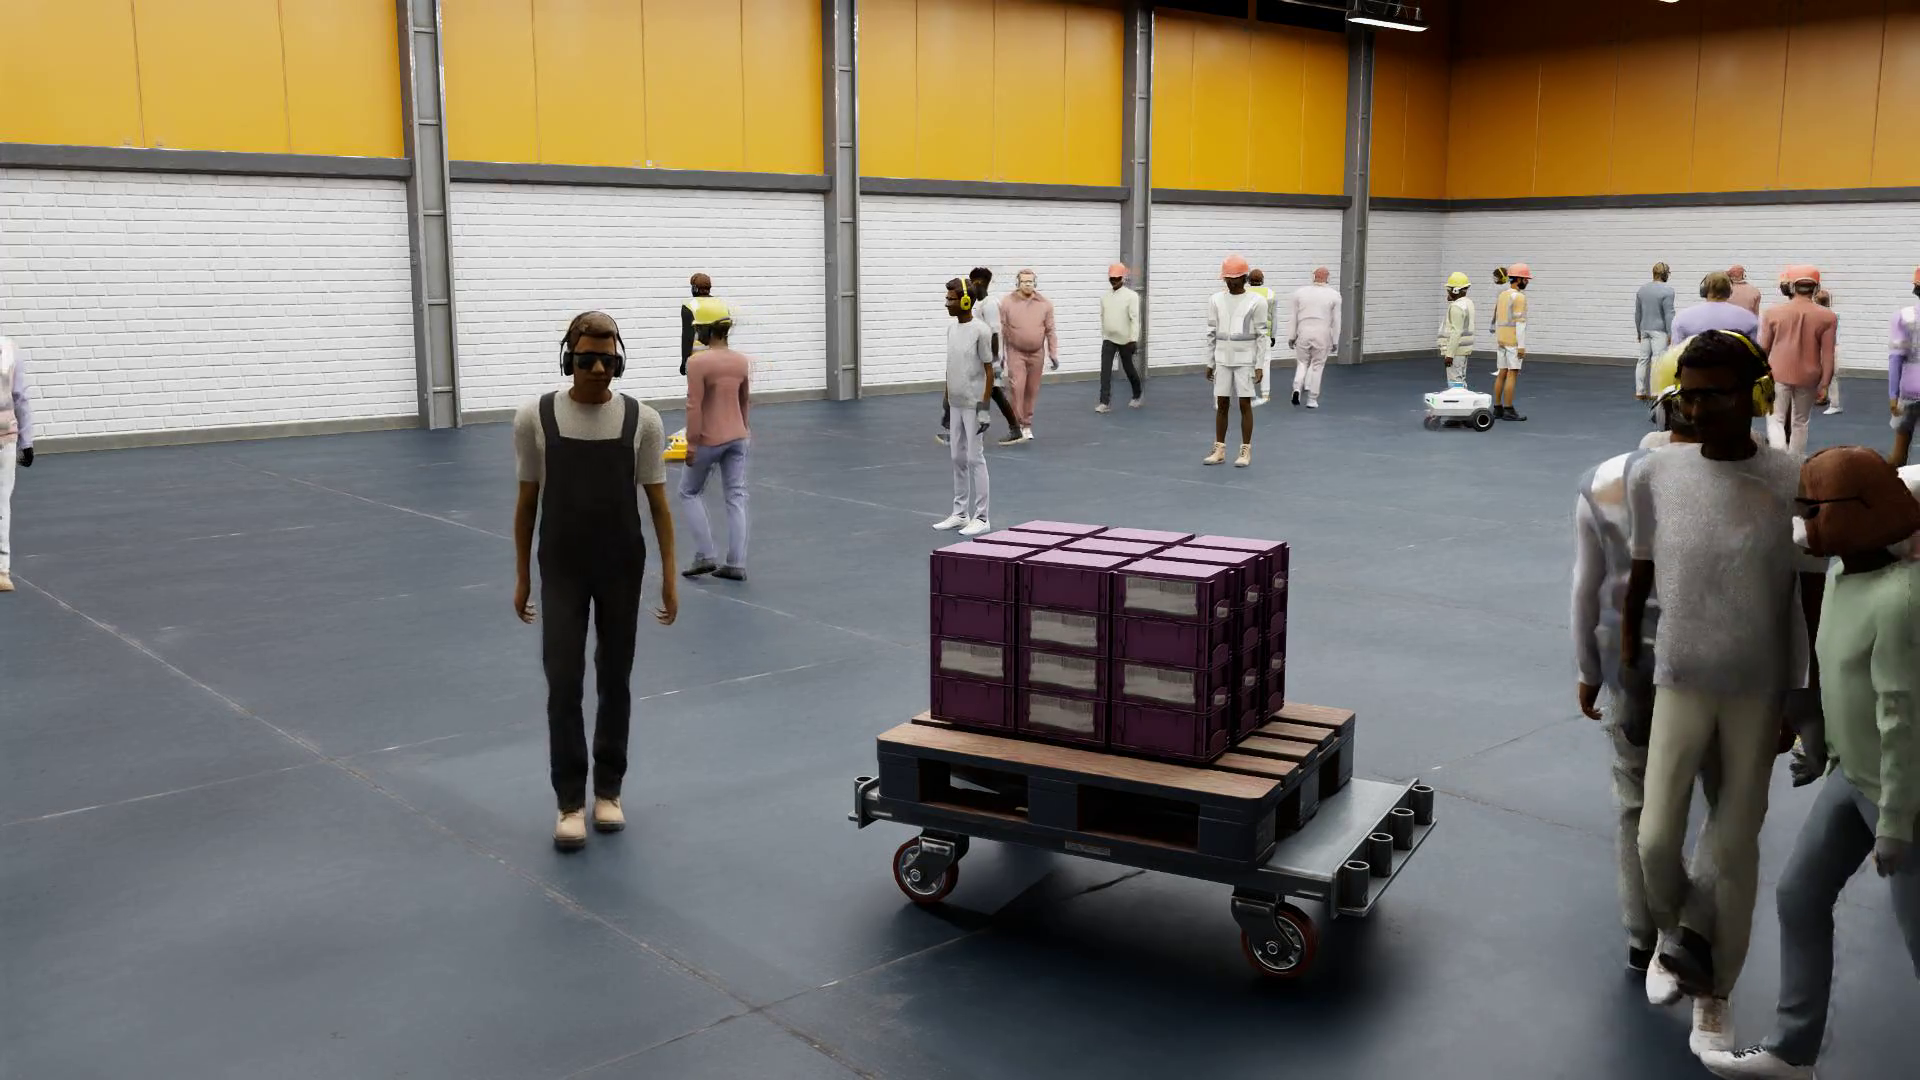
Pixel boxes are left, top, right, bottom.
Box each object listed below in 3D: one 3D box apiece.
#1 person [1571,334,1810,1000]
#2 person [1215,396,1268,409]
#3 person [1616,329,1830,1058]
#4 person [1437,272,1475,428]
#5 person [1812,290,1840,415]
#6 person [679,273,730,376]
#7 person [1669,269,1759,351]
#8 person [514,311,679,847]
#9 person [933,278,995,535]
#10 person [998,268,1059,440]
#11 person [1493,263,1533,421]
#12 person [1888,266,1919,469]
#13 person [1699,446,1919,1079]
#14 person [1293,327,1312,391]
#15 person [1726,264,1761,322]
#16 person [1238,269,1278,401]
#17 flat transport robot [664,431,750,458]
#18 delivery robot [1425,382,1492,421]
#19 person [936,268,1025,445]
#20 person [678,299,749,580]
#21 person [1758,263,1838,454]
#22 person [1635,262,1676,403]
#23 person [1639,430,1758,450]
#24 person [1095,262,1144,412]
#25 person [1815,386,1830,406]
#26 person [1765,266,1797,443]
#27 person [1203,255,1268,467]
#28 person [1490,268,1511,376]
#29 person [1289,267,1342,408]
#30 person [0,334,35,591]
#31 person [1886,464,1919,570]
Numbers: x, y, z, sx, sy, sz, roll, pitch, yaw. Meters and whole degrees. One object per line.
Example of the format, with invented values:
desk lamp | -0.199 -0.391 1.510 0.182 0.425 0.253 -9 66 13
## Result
person | 1.950 0.358 4.486 0.610 1.813 0.549 6 12 34
person | 3.702 -2.529 22.041 0.854 1.581 0.522 -6 12 -33
person | 1.925 0.395 4.204 0.524 1.850 0.407 5 11 29
person | 5.832 -2.228 19.595 0.404 1.833 0.586 5 11 28
person | 10.897 -2.379 21.175 0.865 1.593 0.514 -3 10 -18
person | -2.771 -1.943 17.897 0.429 1.845 0.621 8 13 39
person | 5.866 -1.149 13.021 0.642 1.927 0.475 1 10 8
person | -1.240 0.142 5.700 0.550 1.832 0.586 -3 10 -16
person | 0.037 -0.966 12.119 0.310 1.861 0.533 -7 12 -36
person | 0.755 -2.008 18.154 0.664 1.876 0.799 -2 10 -14
person | 6.831 -2.437 20.519 0.376 1.932 0.551 -2 10 -10
person | 7.662 -1.207 13.185 0.617 1.992 1.042 3 10 17
person | 2.062 0.585 3.805 0.578 1.592 0.501 1 10 8
person | 5.314 -3.054 25.105 0.541 1.587 0.849 4 11 24
person | 10.834 -2.897 23.306 0.642 1.905 0.401 0 10 -1
person | 4.109 -2.852 23.221 0.624 1.844 0.430 1 10 5
flat transport robot | -2.576 -1.005 17.000 0.652 0.197 1.431 0 10 1
delivery robot | 5.793 -1.596 19.352 0.707 0.478 0.477 0 10 2
person | 0.256 -1.942 17.728 0.972 1.902 0.639 -1 10 -4
person | -1.563 -0.622 10.396 0.521 1.749 0.547 8 13 39
person | 7.239 -1.410 14.426 0.610 1.970 0.875 4 10 21
person | 9.622 -2.868 23.028 0.353 1.937 0.635 -4 11 -23
person | 2.943 0.071 6.757 0.522 1.612 0.497 -2 10 -9
person | 2.125 -2.662 21.816 0.616 1.954 1.005 7 12 35
person | 11.321 -2.636 22.321 0.901 1.725 0.538 0 10 2
person | 8.864 -1.983 17.916 0.561 1.915 0.555 1 10 6
person | 2.634 -1.708 15.974 0.609 2.030 0.407 6 12 33
person | 9.236 -3.691 28.192 0.658 1.832 0.333 -8 13 -40
person | 4.731 -2.685 22.142 0.684 1.876 0.449 5 11 26
person | -5.918 -0.591 10.012 0.653 1.831 0.434 -9 14 -44
person | 3.122 0.315 5.165 0.536 1.682 0.528 3 10 15
